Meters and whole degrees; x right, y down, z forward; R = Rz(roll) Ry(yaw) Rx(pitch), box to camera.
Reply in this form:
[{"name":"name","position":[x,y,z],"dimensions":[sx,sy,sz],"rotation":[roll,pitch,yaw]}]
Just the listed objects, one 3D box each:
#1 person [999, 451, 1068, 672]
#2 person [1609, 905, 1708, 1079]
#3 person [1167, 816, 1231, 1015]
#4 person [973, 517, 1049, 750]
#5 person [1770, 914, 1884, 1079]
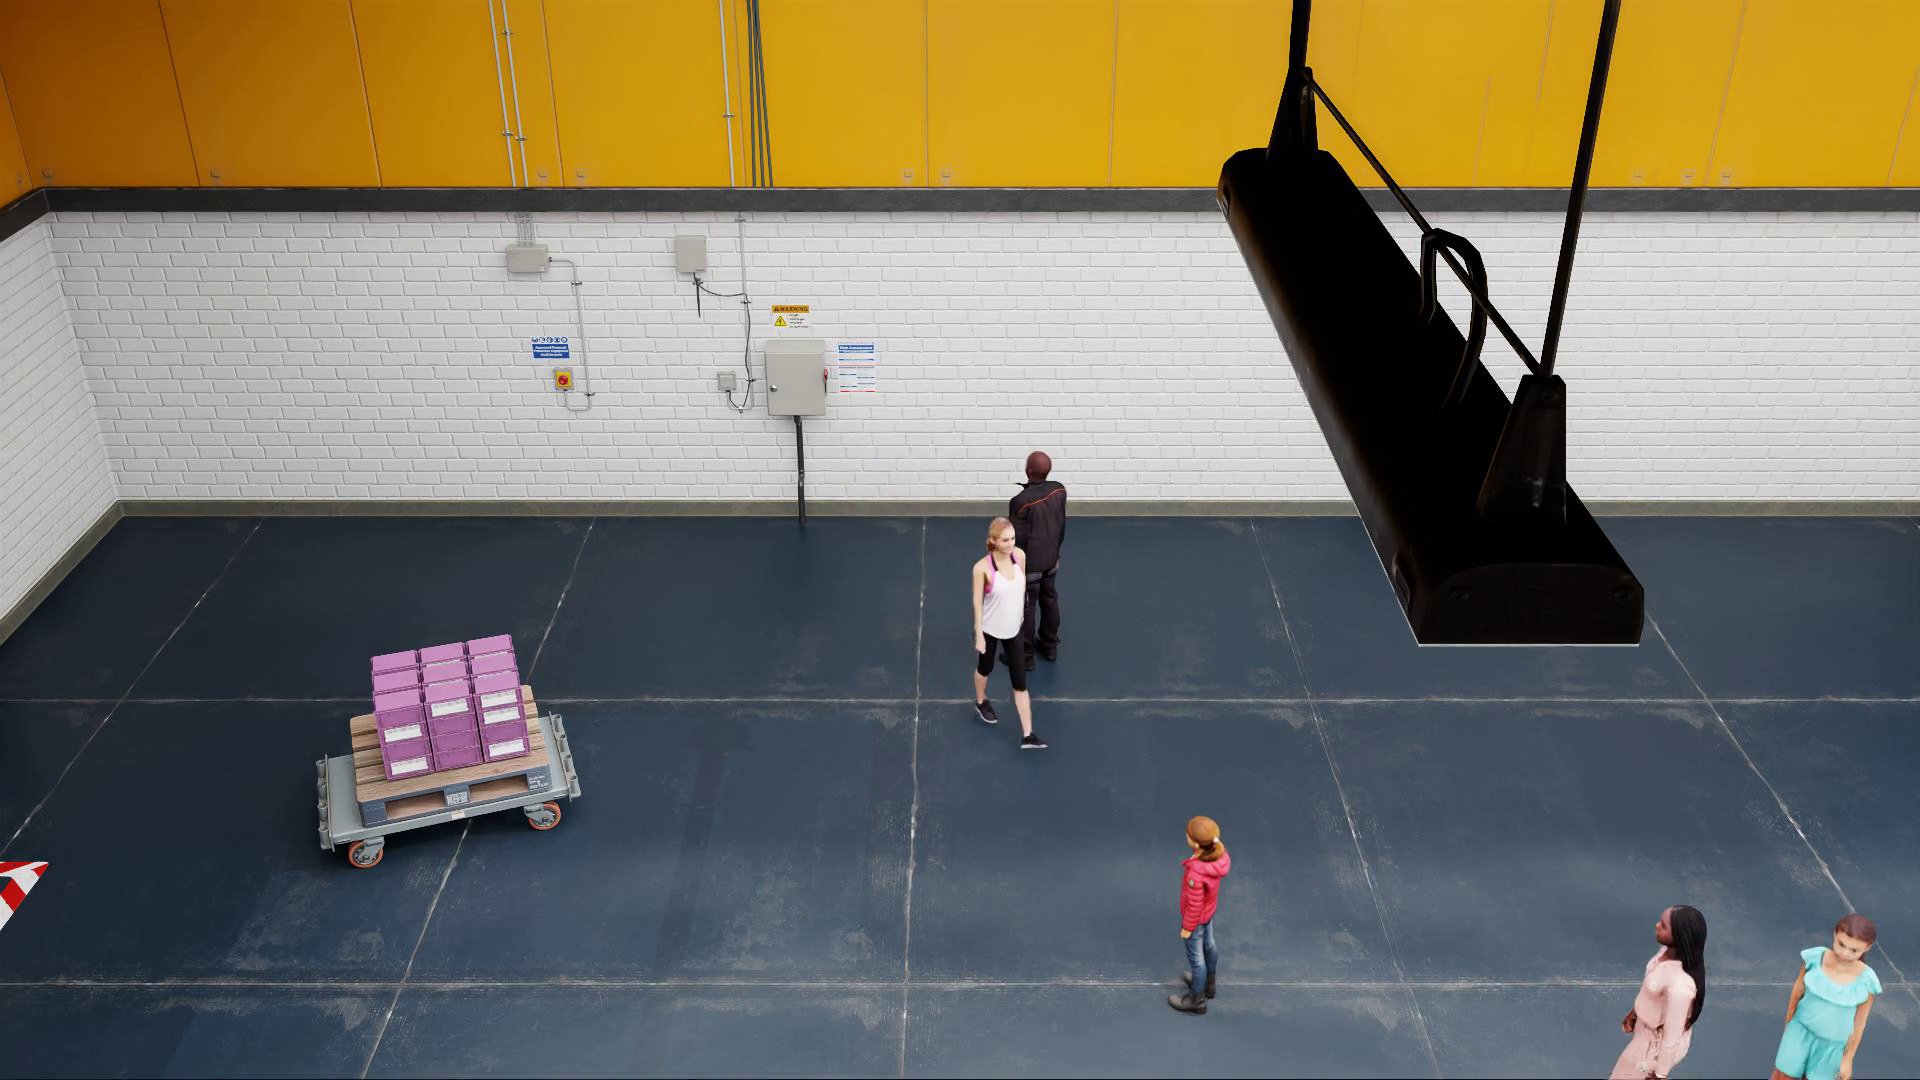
[{"name":"person","position":[0.577,0.143,12.570],"dimensions":[0.795,1.825,0.831],"rotation":[-21,35,-34]},{"name":"person","position":[3.561,2.537,8.301],"dimensions":[0.795,1.711,0.691],"rotation":[11,30,19]},{"name":"person","position":[1.377,2.124,9.470],"dimensions":[0.651,1.315,0.555],"rotation":[16,32,27]},{"name":"person","position":[0.223,0.604,11.807],"dimensions":[0.993,1.746,1.210],"rotation":[-15,32,-25]},{"name":"person","position":[4.440,2.506,8.528],"dimensions":[0.659,1.547,0.713],"rotation":[22,36,35]}]
